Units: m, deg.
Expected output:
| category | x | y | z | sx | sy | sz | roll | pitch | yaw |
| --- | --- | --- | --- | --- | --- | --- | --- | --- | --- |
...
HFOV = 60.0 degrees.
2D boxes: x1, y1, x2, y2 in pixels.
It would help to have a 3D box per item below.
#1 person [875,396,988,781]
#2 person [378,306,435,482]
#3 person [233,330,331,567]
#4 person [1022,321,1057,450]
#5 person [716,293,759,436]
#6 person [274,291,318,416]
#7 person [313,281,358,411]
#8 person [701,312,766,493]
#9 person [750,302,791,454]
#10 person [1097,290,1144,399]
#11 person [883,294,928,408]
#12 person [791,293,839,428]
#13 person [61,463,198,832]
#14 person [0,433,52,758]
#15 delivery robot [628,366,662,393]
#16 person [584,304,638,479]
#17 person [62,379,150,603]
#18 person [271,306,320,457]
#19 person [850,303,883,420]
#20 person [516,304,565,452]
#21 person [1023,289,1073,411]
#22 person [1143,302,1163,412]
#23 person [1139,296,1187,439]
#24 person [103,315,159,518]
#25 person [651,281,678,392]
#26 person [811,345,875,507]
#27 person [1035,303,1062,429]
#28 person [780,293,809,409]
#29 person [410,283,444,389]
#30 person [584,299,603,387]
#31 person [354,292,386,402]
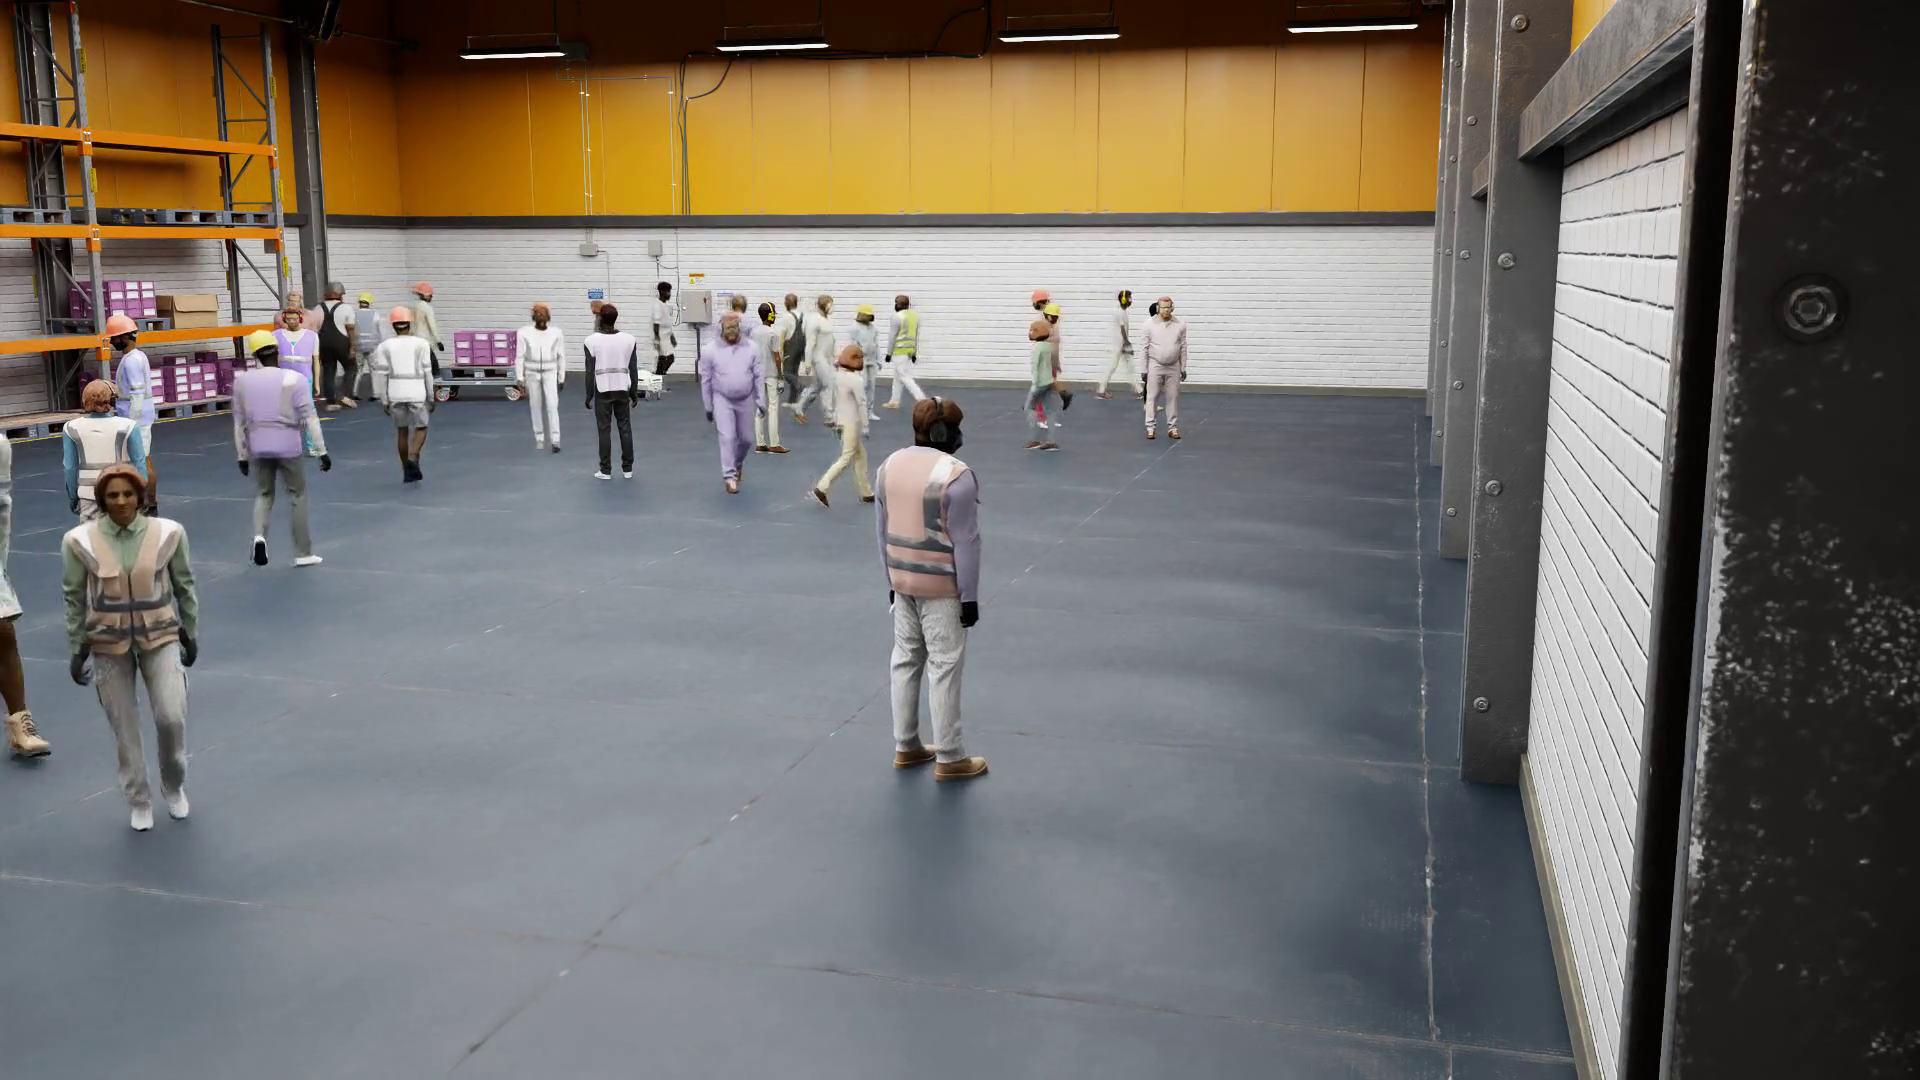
| category | x | y | z | sx | sy | sz | roll | pitch | yaw |
| --- | --- | --- | --- | --- | --- | --- | --- | --- | --- |
| person | -0.125 | 0.229 | 8.025 | 0.430 | 1.840 | 0.625 | -10 | 14 | -43 |
| person | -5.953 | -1.551 | 17.880 | 0.562 | 1.918 | 0.554 | -1 | 10 | -8 |
| person | -5.372 | -0.703 | 13.151 | 0.729 | 1.899 | 0.555 | 0 | 10 | 2 |
| person | 0.984 | -1.921 | 20.793 | 0.546 | 1.616 | 0.549 | 6 | 11 | 29 |
| person | -2.949 | -2.372 | 22.512 | 0.643 | 1.918 | 0.513 | 6 | 11 | 29 |
| person | -9.977 | -2.797 | 25.025 | 0.641 | 1.887 | 0.432 | -3 | 11 | -18 |
| person | -9.742 | -3.044 | 25.987 | 0.699 | 2.000 | 0.550 | 1 | 10 | 6 |
| person | -2.395 | -1.457 | 17.444 | 0.648 | 1.883 | 0.697 | -4 | 11 | -22 |
| person | -2.362 | -1.999 | 20.552 | 0.507 | 1.872 | 0.329 | 8 | 13 | 37 |
| person | 2.754 | -3.239 | 27.732 | 0.986 | 1.818 | 0.518 | 3 | 10 | 15 |
| person | -0.858 | -2.936 | 26.036 | 0.829 | 1.814 | 0.629 | 5 | 11 | 25 |
| person | -2.020 | -2.531 | 23.516 | 0.914 | 1.907 | 0.637 | 4 | 11 | 19 |
| person | -3.589 | 0.473 | 7.226 | 0.533 | 1.625 | 0.374 | -5 | 11 | -26 |
| person | -4.894 | 0.118 | 8.178 | 0.989 | 2.002 | 0.612 | 8 | 13 | 38 |
| delivery robot | -5.293 | -2.650 | 27.697 | 0.707 | 0.478 | 0.477 | 7 | 12 | 35 |
| person | -3.828 | -1.623 | 18.293 | 0.596 | 1.916 | 0.380 | -5 | 11 | -28 |
| person | -5.903 | -0.290 | 11.528 | 0.524 | 1.639 | 0.308 | -2 | 10 | -14 |
| person | -8.040 | -1.915 | 20.159 | 0.566 | 1.841 | 0.390 | -3 | 10 | -16 |
| person | -1.361 | -2.614 | 24.416 | 0.512 | 1.733 | 0.335 | -9 | 13 | -41 |
| person | -5.199 | -1.998 | 20.644 | 0.598 | 1.836 | 0.971 | -3 | 10 | -14 |
| person | 1.368 | -2.918 | 25.678 | 0.796 | 1.907 | 0.542 | 4 | 11 | 23 |
| person | 3.005 | -2.823 | 25.707 | 0.317 | 1.695 | 0.540 | 4 | 11 | 23 |
| person | 2.703 | -2.281 | 22.076 | 0.636 | 1.900 | 0.403 | -2 | 10 | -10 |
| person | -7.595 | -1.095 | 15.268 | 0.372 | 1.929 | 0.543 | -4 | 11 | -22 |
| person | -5.162 | -3.537 | 29.042 | 0.452 | 1.947 | 0.606 | -1 | 10 | -4 |
| person | -1.109 | -1.121 | 16.343 | 0.794 | 1.599 | 0.510 | -5 | 11 | -28 |
| person | 1.266 | -2.452 | 23.438 | 0.327 | 1.760 | 0.523 | 7 | 12 | 34 |
| person | -2.549 | -2.941 | 26.034 | 0.656 | 1.819 | 0.557 | 9 | 13 | 41 |
| person | -9.095 | -3.375 | 28.195 | 1.079 | 1.942 | 0.602 | -7 | 12 | -36 |
| person | -6.490 | -3.501 | 29.818 | 0.632 | 1.605 | 0.526 | -4 | 11 | -21 |
| person | -9.728 | -3.139 | 27.196 | 0.637 | 1.806 | 0.427 | -3 | 10 | -16 |
